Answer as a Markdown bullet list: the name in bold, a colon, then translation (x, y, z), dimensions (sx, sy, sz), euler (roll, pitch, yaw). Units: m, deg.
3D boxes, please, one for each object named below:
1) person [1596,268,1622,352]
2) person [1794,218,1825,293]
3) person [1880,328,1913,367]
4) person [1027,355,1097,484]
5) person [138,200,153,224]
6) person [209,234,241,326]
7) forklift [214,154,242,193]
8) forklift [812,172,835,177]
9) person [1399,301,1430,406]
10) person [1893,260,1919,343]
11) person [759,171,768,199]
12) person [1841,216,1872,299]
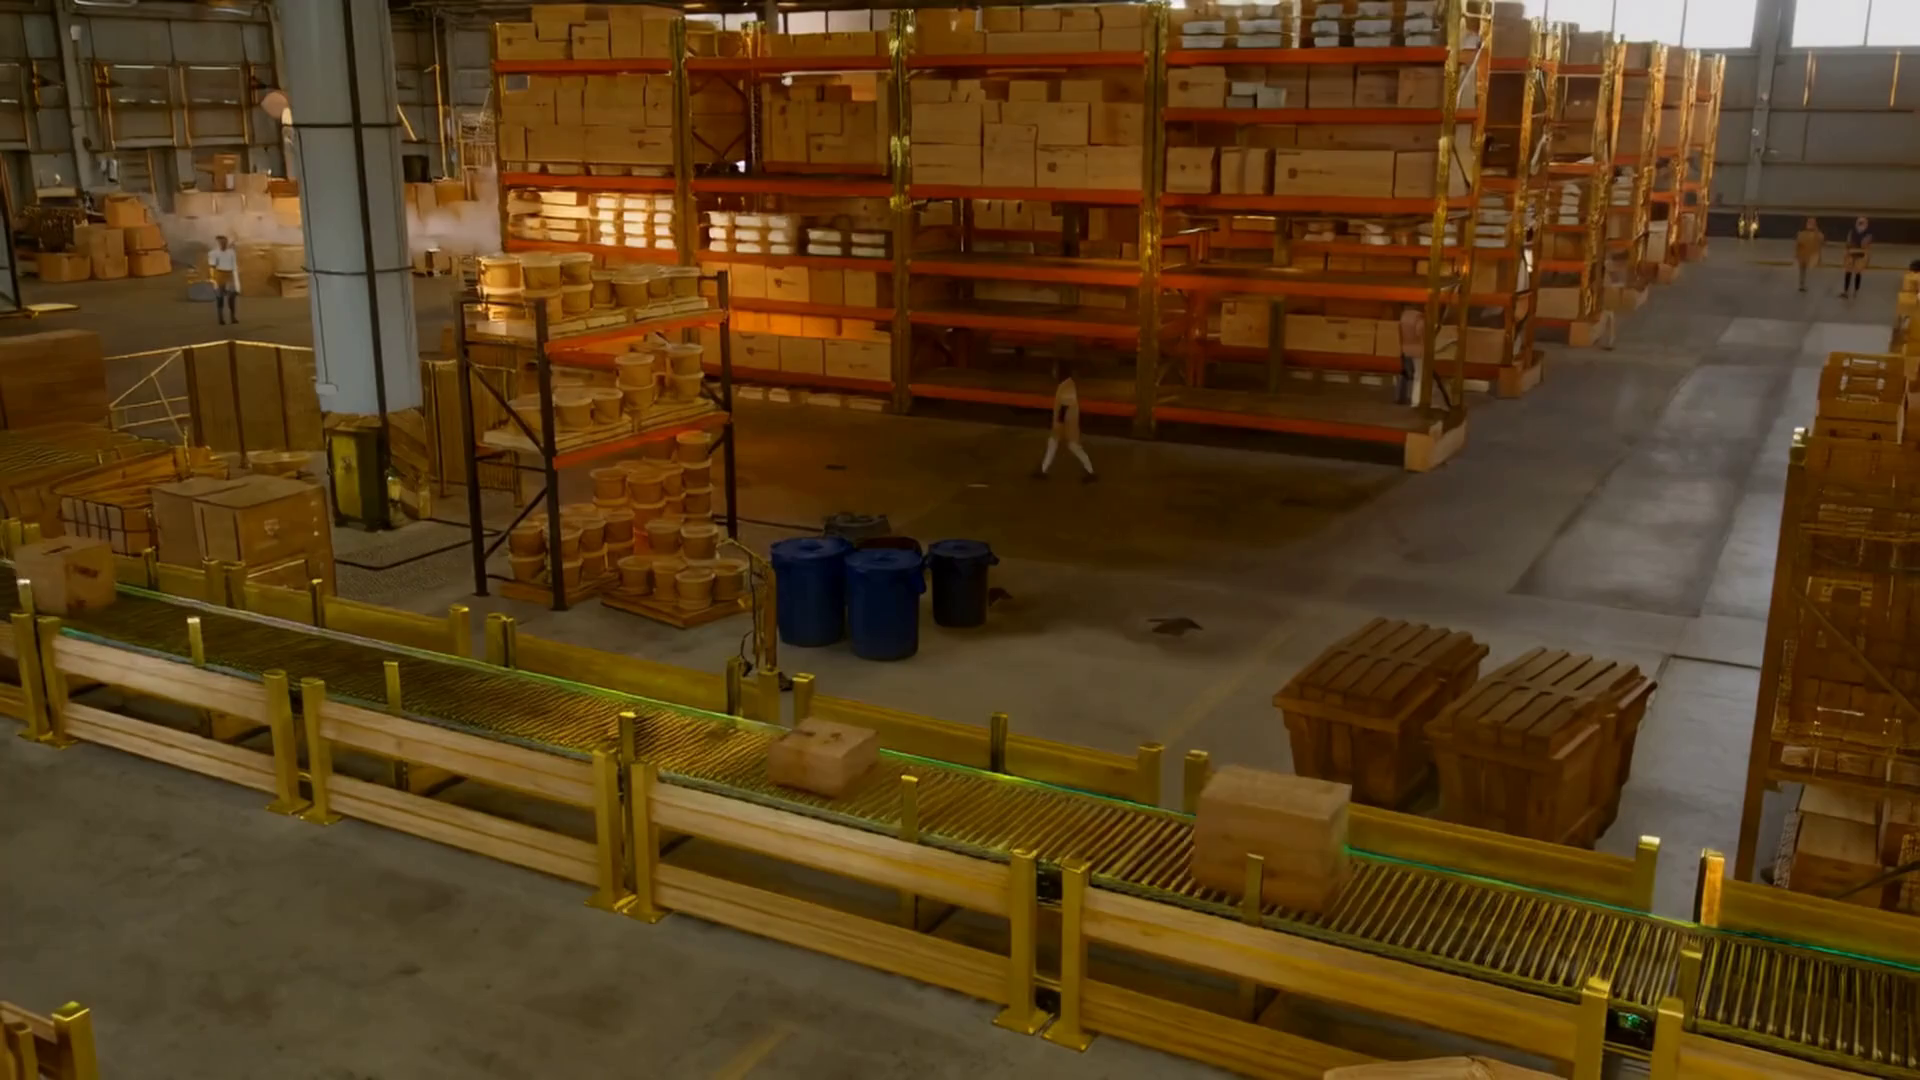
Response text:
- **person**: translation (12.575, -4.448, 32.218), dimensions (0.349, 1.617, 0.527), euler (-4, 15, -14)
- **person**: translation (21.547, -7.231, 42.201), dimensions (0.640, 1.882, 0.832), euler (11, 18, 36)
- **person**: translation (12.524, -1.882, 22.127), dimensions (0.951, 1.867, 0.647), euler (11, 18, 35)
- **person**: translation (1.344, -1.521, 21.180), dimensions (0.889, 1.648, 0.536), euler (0, 15, -2)
- **person**: translation (-24.537, -9.272, 49.950), dimensions (0.606, 1.832, 0.951), euler (1, 15, 2)
- **person**: translation (-15.921, -5.636, 36.051), dimensions (0.375, 1.959, 0.600), euler (13, 20, 40)
- **forklift**: translation (-26.728, -12.764, 61.082), dimensions (1.873, 2.768, 1.129), euler (8, 17, 28)
- **forklift**: translation (-4.553, -11.251, 55.397), dimensions (1.129, 2.768, 1.873), euler (8, 17, 27)
- **person**: translation (7.166, -2.933, 26.139), dimensions (0.428, 1.836, 0.618), euler (-8, 17, -27)
- **person**: translation (18.989, -4.756, 33.261), dimensions (0.321, 1.689, 0.530), euler (-3, 15, -10)
- **person**: translation (-8.059, -14.005, 67.576), dimensions (0.632, 1.931, 0.366), euler (-6, 16, -21)
- **person**: translation (21.924, -6.894, 40.713), dimensions (0.619, 2.014, 0.521), euler (12, 19, 39)
